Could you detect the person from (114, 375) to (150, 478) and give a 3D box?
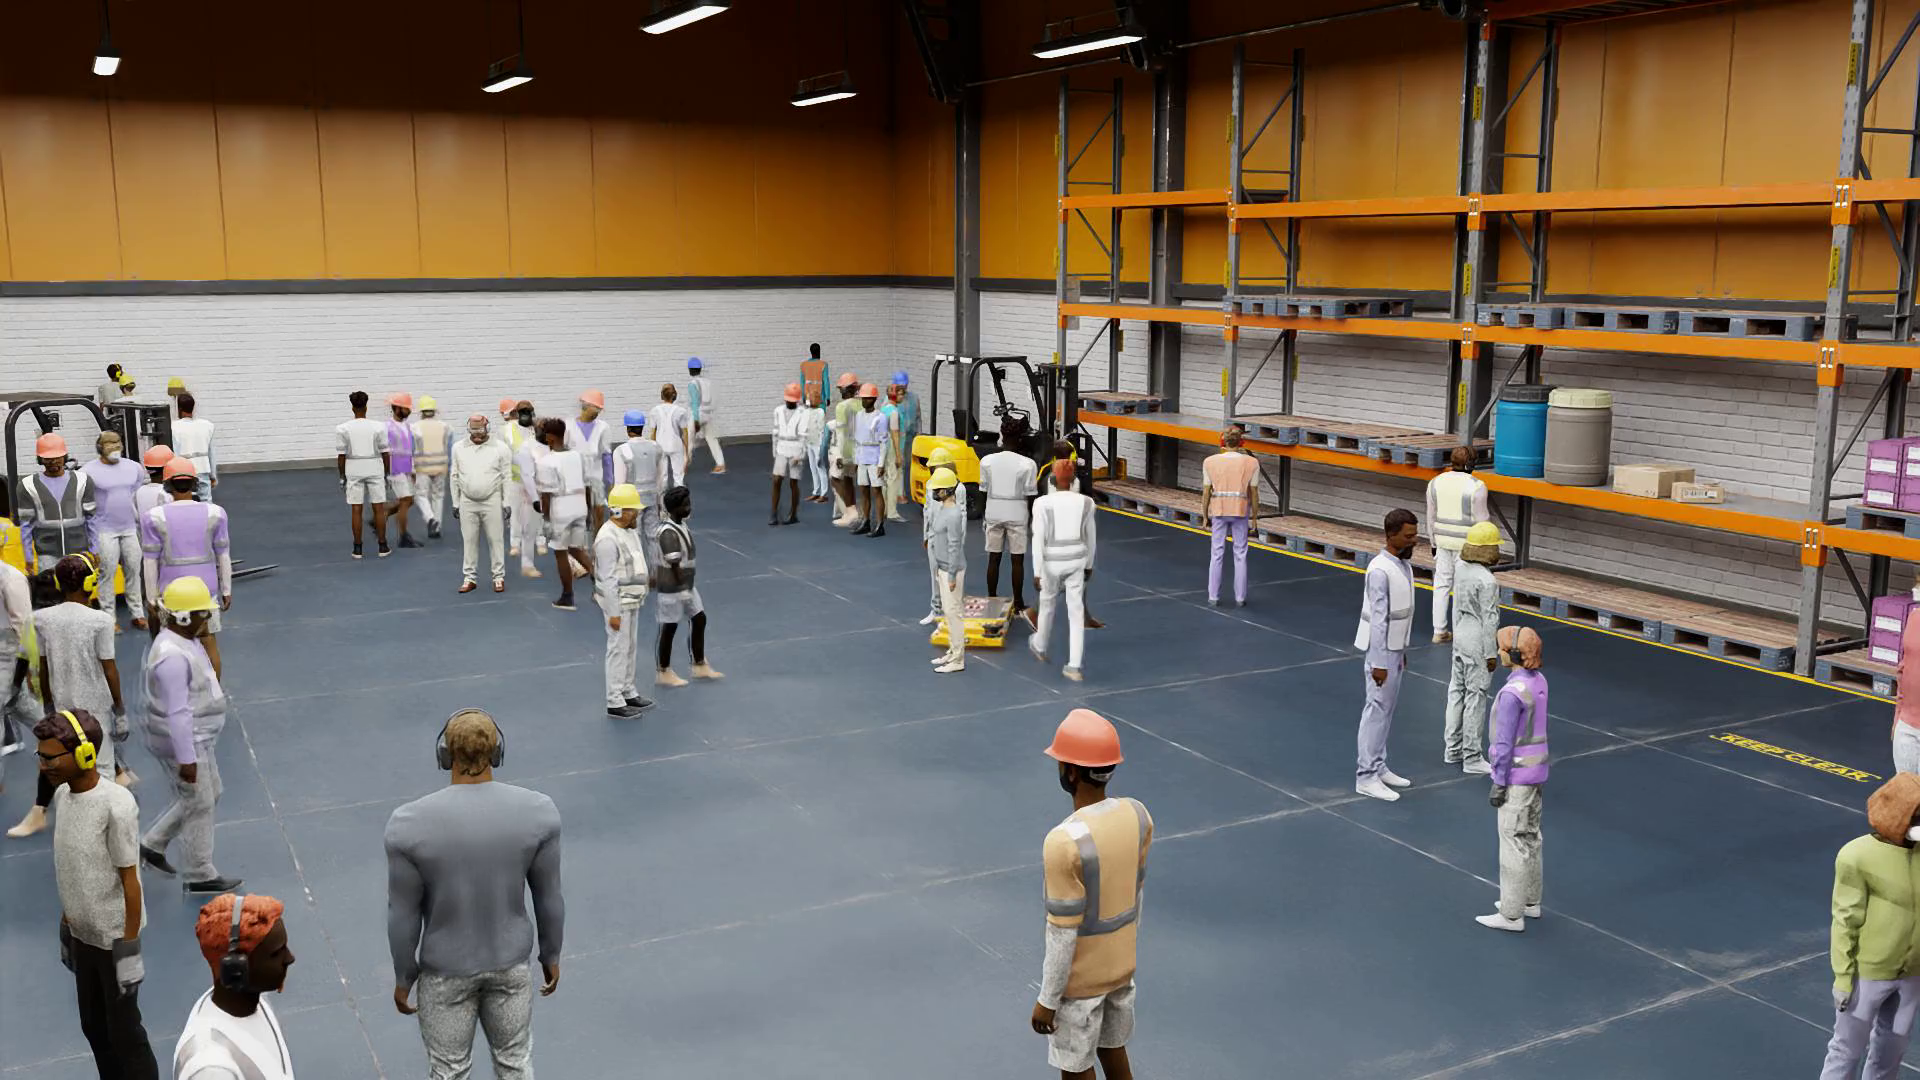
[{"bbox_3d":[-12.300,-1.568,24.683,0.308,1.769,0.524,4,11,23],"label":"person"}]

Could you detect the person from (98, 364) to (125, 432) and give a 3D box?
[{"bbox_3d":[-12.963,-1.778,25.612,0.523,1.863,0.317,-1,10,-4],"label":"person"}]

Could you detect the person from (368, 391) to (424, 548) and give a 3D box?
[{"bbox_3d":[-6.856,-0.849,20.127,0.650,1.911,0.552,1,10,6],"label":"person"}]

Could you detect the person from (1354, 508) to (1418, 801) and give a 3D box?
[{"bbox_3d":[2.810,0.736,10.990,0.375,1.914,0.592,5,11,28],"label":"person"}]

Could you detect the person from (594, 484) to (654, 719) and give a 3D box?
[{"bbox_3d":[-2.594,0.469,12.807,0.403,1.821,0.601,1,10,5],"label":"person"}]

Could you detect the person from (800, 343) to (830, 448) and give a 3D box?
[{"bbox_3d":[-2.635,-2.630,30.349,0.591,1.922,0.390,5,11,25],"label":"person"}]

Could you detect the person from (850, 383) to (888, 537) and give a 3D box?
[{"bbox_3d":[-1.143,-1.006,20.939,0.545,1.942,0.351,9,13,42],"label":"person"}]

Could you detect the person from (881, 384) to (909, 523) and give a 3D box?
[{"bbox_3d":[-0.901,-1.151,22.048,0.376,1.844,0.571,-3,10,-15],"label":"person"}]

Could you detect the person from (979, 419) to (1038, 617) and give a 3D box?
[{"bbox_3d":[0.480,-0.214,16.354,0.599,1.959,0.378,3,10,19],"label":"person"}]

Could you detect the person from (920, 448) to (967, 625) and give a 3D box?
[{"bbox_3d":[-0.164,-0.019,15.845,0.492,1.736,0.328,8,13,39],"label":"person"}]

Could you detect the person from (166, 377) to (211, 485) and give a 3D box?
[{"bbox_3d":[-11.644,-1.592,24.993,0.816,1.708,0.496,3,10,18],"label":"person"}]

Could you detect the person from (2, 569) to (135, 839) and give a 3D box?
[{"bbox_3d":[-5.597,0.963,10.440,0.539,1.650,0.903,6,11,30],"label":"person"}]

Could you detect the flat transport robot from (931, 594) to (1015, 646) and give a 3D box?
[{"bbox_3d":[0.141,0.742,15.682,0.652,0.197,1.431,1,10,7],"label":"flat transport robot"}]

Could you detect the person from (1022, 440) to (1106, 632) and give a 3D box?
[{"bbox_3d":[0.991,-0.018,15.599,0.846,1.824,0.538,-4,11,-21],"label":"person"}]

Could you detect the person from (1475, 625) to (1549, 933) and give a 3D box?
[{"bbox_3d":[2.956,1.256,8.817,0.316,1.629,0.509,7,12,34],"label":"person"}]

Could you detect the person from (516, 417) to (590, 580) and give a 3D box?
[{"bbox_3d":[-4.494,-0.439,18.118,0.934,1.794,0.634,8,13,38],"label":"person"}]

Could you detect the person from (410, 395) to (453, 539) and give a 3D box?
[{"bbox_3d":[-6.548,-0.882,20.594,0.606,1.815,0.622,-7,12,-33],"label":"person"}]

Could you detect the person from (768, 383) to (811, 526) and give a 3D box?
[{"bbox_3d":[-2.251,-1.101,21.649,0.587,1.886,0.707,3,10,19],"label":"person"}]

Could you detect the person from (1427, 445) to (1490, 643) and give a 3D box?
[{"bbox_3d":[4.545,0.054,15.126,0.429,1.844,0.622,-8,13,-38],"label":"person"}]

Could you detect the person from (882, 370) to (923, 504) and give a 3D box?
[{"bbox_3d":[-0.865,-1.498,23.882,0.635,1.917,0.836,-7,12,-33],"label":"person"}]

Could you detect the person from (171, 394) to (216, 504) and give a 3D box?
[{"bbox_3d":[-9.036,-0.764,19.616,0.372,1.916,0.597,6,11,29],"label":"person"}]

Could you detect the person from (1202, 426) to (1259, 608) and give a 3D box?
[{"bbox_3d":[2.718,-0.227,16.759,0.560,1.837,0.391,2,10,11],"label":"person"}]

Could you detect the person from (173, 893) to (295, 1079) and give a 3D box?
[{"bbox_3d":[-1.960,1.873,4.571,0.349,1.876,0.576,-3,10,-14],"label":"person"}]

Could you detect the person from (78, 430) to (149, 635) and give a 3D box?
[{"bbox_3d":[-7.927,-0.074,15.621,0.379,1.931,0.635,7,12,36],"label":"person"}]

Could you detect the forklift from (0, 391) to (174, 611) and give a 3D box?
[{"bbox_3d":[-9.026,-0.363,16.508,1.214,2.155,2.313,6,11,29],"label":"forklift"}]

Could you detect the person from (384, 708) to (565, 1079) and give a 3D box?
[{"bbox_3d":[-1.779,1.569,6.162,0.637,1.930,0.374,-5,11,-26],"label":"person"}]

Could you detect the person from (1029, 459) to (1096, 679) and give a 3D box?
[{"bbox_3d":[0.865,0.214,14.217,0.608,1.829,0.989,-3,10,-15],"label":"person"}]

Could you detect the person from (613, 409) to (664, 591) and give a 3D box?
[{"bbox_3d":[-3.369,-0.402,17.441,0.385,1.948,0.603,9,14,43],"label":"person"}]

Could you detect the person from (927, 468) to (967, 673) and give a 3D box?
[{"bbox_3d":[-0.117,0.254,14.223,0.342,1.761,0.524,-2,10,-11],"label":"person"}]

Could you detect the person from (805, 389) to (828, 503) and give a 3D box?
[{"bbox_3d":[-2.070,-1.345,23.803,0.289,1.629,0.502,-6,12,-31],"label":"person"}]

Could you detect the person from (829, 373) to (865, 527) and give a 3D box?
[{"bbox_3d":[-1.454,-1.151,21.543,0.435,2.019,0.632,6,11,30],"label":"person"}]

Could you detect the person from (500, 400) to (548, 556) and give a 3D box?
[{"bbox_3d":[-5.108,-0.730,19.639,0.621,1.845,0.430,-2,10,-14],"label":"person"}]

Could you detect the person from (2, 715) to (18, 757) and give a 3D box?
[{"bbox_3d":[-7.062,0.673,11.456,0.612,1.867,0.980,7,12,36],"label":"person"}]

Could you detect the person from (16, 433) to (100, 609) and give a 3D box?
[{"bbox_3d":[-7.806,0.078,14.453,0.607,2.036,0.410,-7,12,-34],"label":"person"}]

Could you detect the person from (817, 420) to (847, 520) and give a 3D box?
[{"bbox_3d":[-1.579,-1.041,22.111,0.574,1.605,0.561,-5,11,-25],"label":"person"}]

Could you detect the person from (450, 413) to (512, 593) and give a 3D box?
[{"bbox_3d":[-5.037,-0.388,17.498,0.639,1.904,0.407,-1,10,-4],"label":"person"}]

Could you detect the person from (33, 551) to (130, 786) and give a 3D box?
[{"bbox_3d":[-5.089,0.995,9.665,0.512,1.862,0.322,2,10,9],"label":"person"}]

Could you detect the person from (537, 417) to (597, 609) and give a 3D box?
[{"bbox_3d":[-3.910,-0.256,16.639,0.614,1.940,0.618,6,12,32],"label":"person"}]

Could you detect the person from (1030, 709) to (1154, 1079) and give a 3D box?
[{"bbox_3d":[0.459,1.570,6.118,0.361,1.939,0.543,8,13,40],"label":"person"}]

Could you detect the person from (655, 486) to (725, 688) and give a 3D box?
[{"bbox_3d":[-2.214,0.395,13.638,0.613,1.680,0.543,1,10,8],"label":"person"}]

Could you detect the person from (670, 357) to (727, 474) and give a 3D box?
[{"bbox_3d":[-4.185,-1.988,26.753,1.020,1.893,0.626,4,11,23],"label":"person"}]

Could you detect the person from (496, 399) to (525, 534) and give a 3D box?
[{"bbox_3d":[-5.739,-0.946,21.226,0.779,1.712,0.585,6,12,33],"label":"person"}]

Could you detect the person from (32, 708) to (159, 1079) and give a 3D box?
[{"bbox_3d":[-3.345,1.556,6.449,0.524,1.857,0.341,7,12,33],"label":"person"}]

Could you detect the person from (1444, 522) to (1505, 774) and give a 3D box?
[{"bbox_3d":[3.576,0.734,11.493,0.297,1.744,0.487,-2,10,-12],"label":"person"}]

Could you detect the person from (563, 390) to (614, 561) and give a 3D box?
[{"bbox_3d":[-4.282,-0.699,19.023,0.661,2.003,0.391,-5,11,-25],"label":"person"}]

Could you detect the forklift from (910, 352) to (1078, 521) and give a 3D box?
[{"bbox_3d":[0.460,-1.461,22.833,2.313,2.155,1.214,-5,11,-28],"label":"forklift"}]

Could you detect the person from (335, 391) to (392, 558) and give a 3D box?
[{"bbox_3d":[-6.981,-0.768,19.501,0.604,1.965,0.367,-4,10,-20],"label":"person"}]

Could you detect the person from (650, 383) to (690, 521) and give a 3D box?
[{"bbox_3d":[-3.851,-1.164,22.125,0.515,1.844,0.333,1,10,5],"label":"person"}]

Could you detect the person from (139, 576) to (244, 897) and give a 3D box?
[{"bbox_3d":[-4.317,1.095,9.199,0.511,1.813,0.610,-3,10,-19],"label":"person"}]

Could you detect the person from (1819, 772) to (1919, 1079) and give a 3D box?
[{"bbox_3d":[3.559,1.675,6.390,0.499,1.633,0.281,-3,10,-16],"label":"person"}]

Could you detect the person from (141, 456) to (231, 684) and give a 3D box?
[{"bbox_3d":[-5.909,0.376,12.738,0.611,2.032,0.411,-7,12,-34],"label":"person"}]
